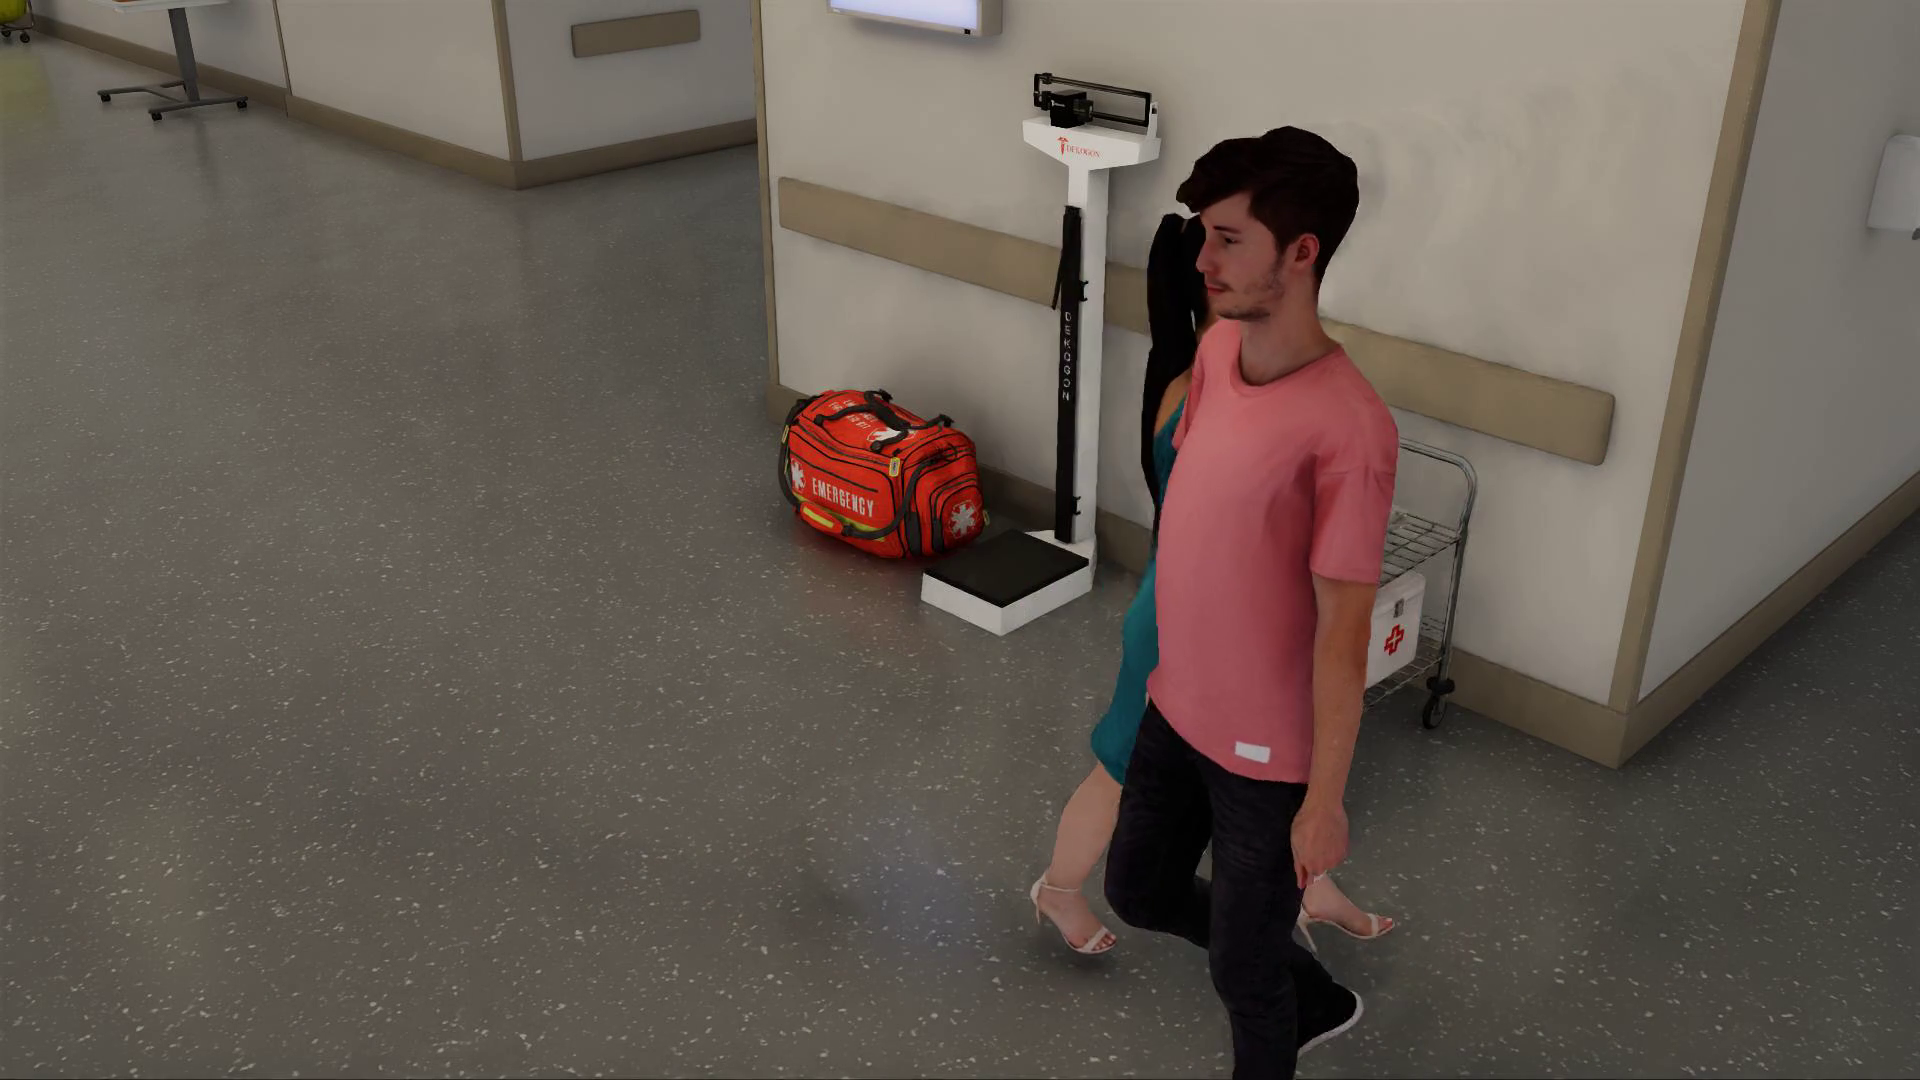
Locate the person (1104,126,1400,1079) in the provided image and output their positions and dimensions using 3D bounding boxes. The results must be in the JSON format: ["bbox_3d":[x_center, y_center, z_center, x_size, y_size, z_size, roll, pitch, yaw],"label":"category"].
[{"bbox_3d":[0.544,0.287,2.778,0.895,1.950,0.833,-14,29,-26],"label":"person"}]

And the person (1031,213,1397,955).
[{"bbox_3d":[0.374,0.189,3.330,1.072,1.646,0.900,5,26,11],"label":"person"}]
